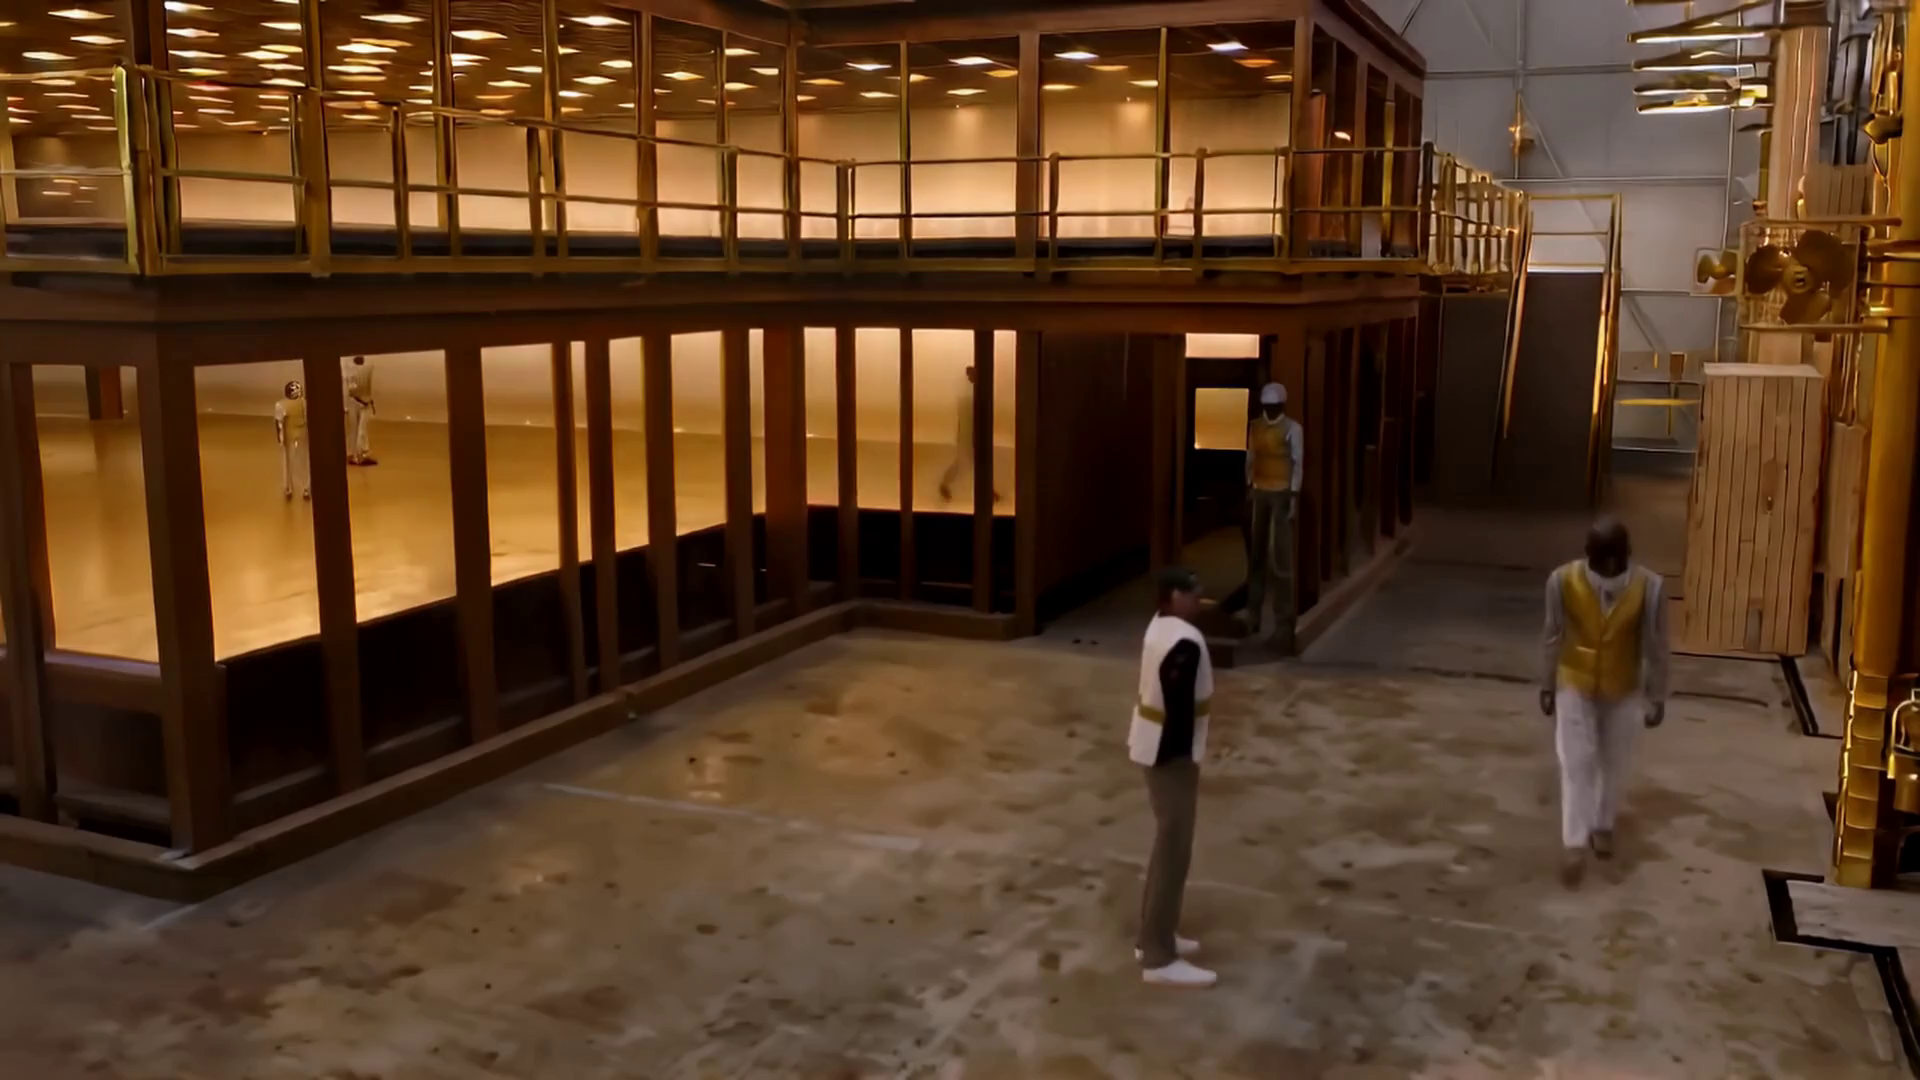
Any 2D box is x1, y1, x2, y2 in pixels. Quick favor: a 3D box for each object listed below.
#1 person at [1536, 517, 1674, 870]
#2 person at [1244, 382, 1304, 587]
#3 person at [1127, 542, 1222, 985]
[{"bbox_3d":[3.298,0.787,8.513,0.650,1.796,0.929,3,10,15],"label":"person"},{"bbox_3d":[3.029,-0.538,16.148,0.612,1.986,0.407,8,12,40],"label":"person"},{"bbox_3d":[0.919,0.954,7.188,0.392,1.909,0.593,0,9,2],"label":"person"}]
